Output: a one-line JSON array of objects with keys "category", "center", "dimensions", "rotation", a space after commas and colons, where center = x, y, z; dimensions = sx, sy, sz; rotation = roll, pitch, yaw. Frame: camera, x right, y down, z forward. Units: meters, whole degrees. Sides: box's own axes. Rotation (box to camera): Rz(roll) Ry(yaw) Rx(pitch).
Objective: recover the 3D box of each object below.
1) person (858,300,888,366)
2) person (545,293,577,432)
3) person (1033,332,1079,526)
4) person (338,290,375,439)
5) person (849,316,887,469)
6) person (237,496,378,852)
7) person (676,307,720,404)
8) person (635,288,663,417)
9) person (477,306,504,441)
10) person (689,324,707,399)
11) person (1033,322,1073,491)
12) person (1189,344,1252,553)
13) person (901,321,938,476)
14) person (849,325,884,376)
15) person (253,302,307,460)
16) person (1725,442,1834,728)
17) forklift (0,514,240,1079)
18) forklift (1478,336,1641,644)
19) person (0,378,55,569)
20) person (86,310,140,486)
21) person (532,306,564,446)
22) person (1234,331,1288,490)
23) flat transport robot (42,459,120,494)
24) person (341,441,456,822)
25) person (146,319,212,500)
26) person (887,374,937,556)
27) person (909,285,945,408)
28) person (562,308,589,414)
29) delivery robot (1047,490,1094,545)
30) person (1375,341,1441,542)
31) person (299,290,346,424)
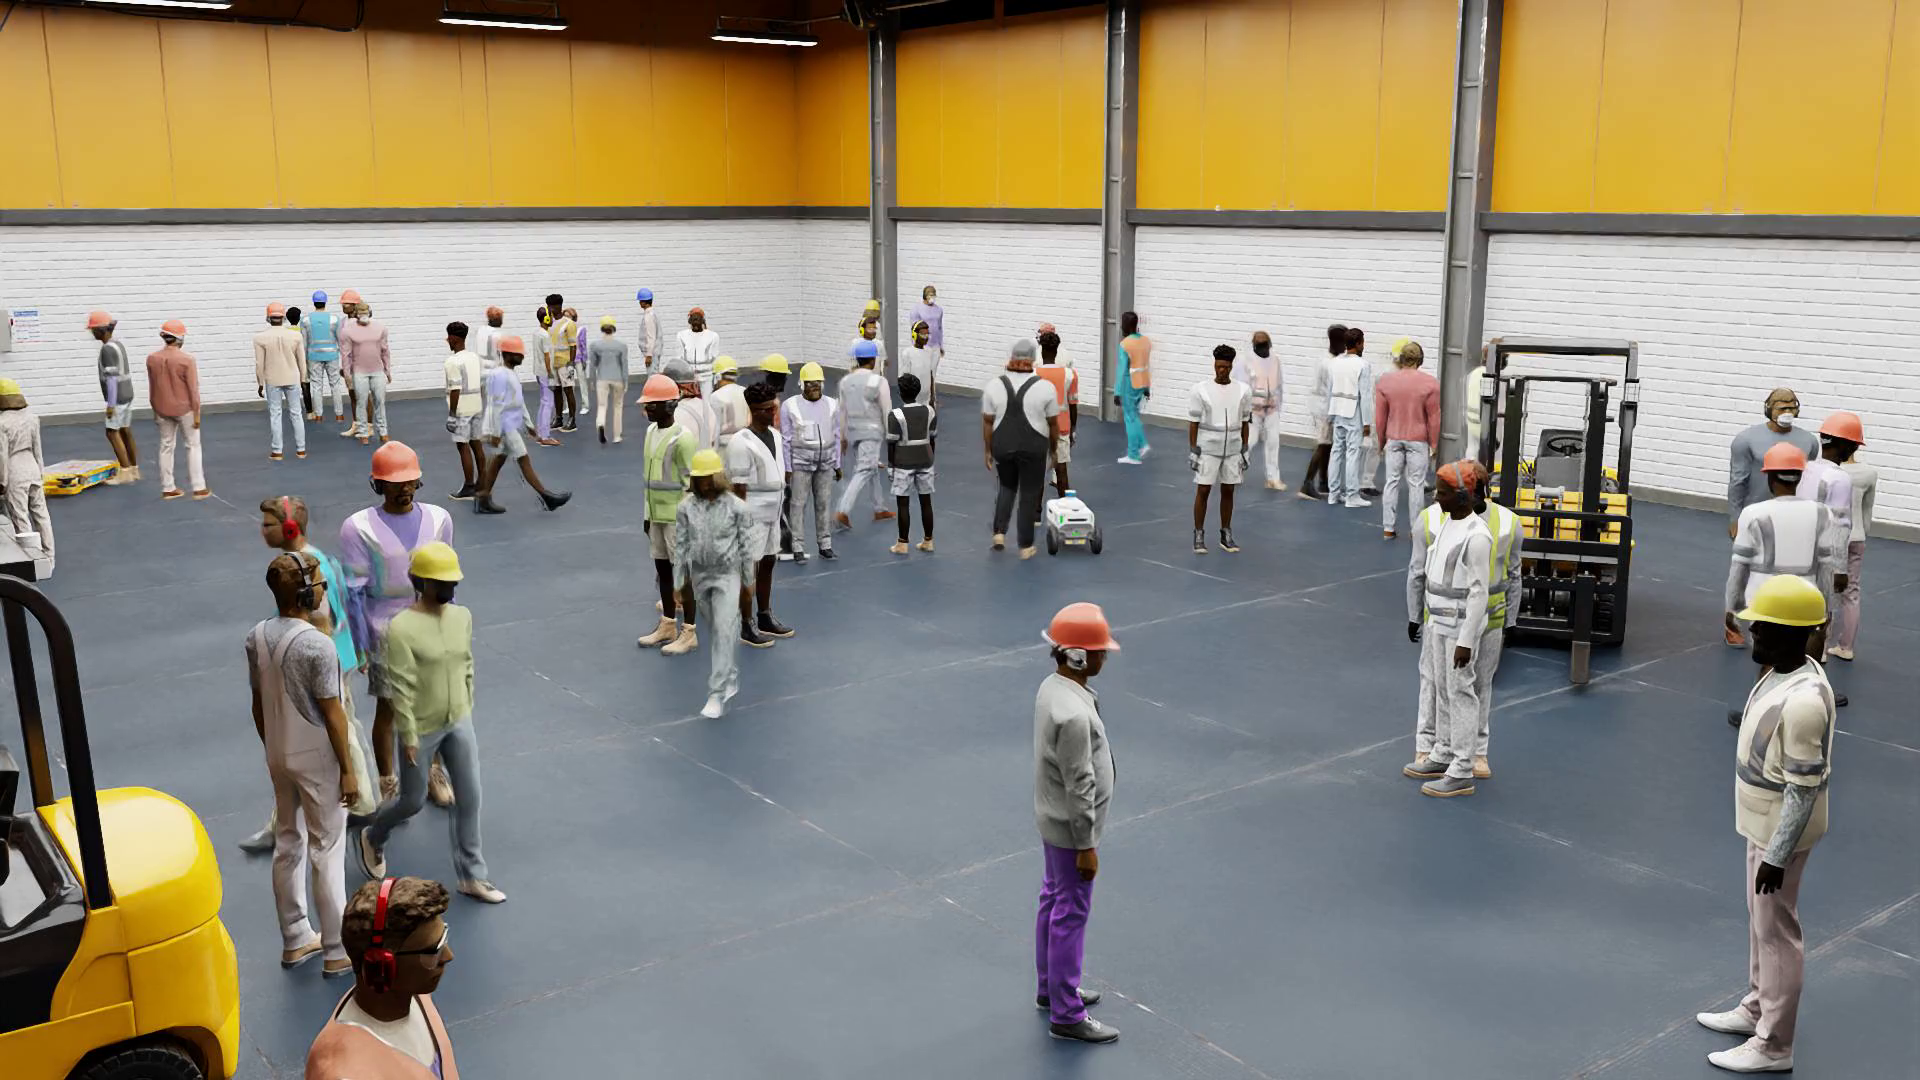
[{"category": "person", "center": [-1.348, -2.806, 25.533], "dimensions": [0.333, 1.737, 0.515], "rotation": [-10, 15, -40]}, {"category": "person", "center": [-5.662, -2.502, 23.519], "dimensions": [0.603, 1.958, 0.381], "rotation": [9, 15, 37]}, {"category": "person", "center": [0.896, -1.118, 16.817], "dimensions": [0.607, 1.966, 0.367], "rotation": [-2, 12, -10]}, {"category": "person", "center": [-8.315, -2.407, 22.842], "dimensions": [0.608, 2.048, 0.365], "rotation": [8, 14, 34]}, {"category": "person", "center": [-1.112, -1.786, 20.269], "dimensions": [0.513, 1.875, 0.328], "rotation": [-11, 16, -42]}, {"category": "person", "center": [-3.427, 0.674, 8.526], "dimensions": [0.826, 1.810, 0.588], "rotation": [-6, 13, -25]}, {"category": "person", "center": [-3.435, -2.117, 21.861], "dimensions": [0.578, 1.878, 0.342], "rotation": [1, 12, 4]}, {"category": "person", "center": [-4.683, -2.831, 25.143], "dimensions": [0.402, 1.943, 0.605], "rotation": [-1, 12, -5]}, {"category": "person", "center": [-6.302, -2.278, 22.729], "dimensions": [0.654, 1.842, 0.673], "rotation": [11, 16, 42]}, {"category": "person", "center": [-3.612, -2.208, 22.917], "dimensions": [0.287, 1.626, 0.497], "rotation": [4, 12, 17]}, {"category": "person", "center": [0.962, -1.513, 18.867], "dimensions": [0.638, 1.909, 0.408], "rotation": [-8, 14, -32]}, {"category": "person", "center": [2.427, -0.840, 15.536], "dimensions": [0.609, 1.939, 0.367], "rotation": [-2, 12, -9]}, {"category": "person", "center": [-0.481, -1.655, 19.680], "dimensions": [0.326, 1.858, 0.512], "rotation": [11, 16, 42]}, {"category": "person", "center": [-1.288, -2.212, 22.881], "dimensions": [0.514, 1.645, 0.307], "rotation": [5, 13, 21]}, {"category": "person", "center": [-8.577, -2.005, 21.030], "dimensions": [0.612, 1.995, 0.382], "rotation": [-8, 14, -33]}, {"category": "person", "center": [4.876, 0.366, 9.883], "dimensions": [0.549, 1.880, 1.024], "rotation": [0, 12, -2]}, {"category": "forklift", "center": [-3.687, 1.115, 5.480], "dimensions": [2.313, 2.155, 1.214], "rotation": [-9, 15, -36]}, {"category": "forklift", "center": [4.683, -0.471, 13.136], "dimensions": [1.214, 2.155, 2.313], "rotation": [4, 12, 20]}, {"category": "person", "center": [-8.310, -0.561, 14.674], "dimensions": [0.325, 1.740, 0.492], "rotation": [3, 12, 14]}, {"category": "person", "center": [-9.763, -1.627, 19.181], "dimensions": [0.428, 2.029, 0.615], "rotation": [-4, 12, -17]}, {"category": "person", "center": [-5.550, -2.193, 22.281], "dimensions": [0.317, 1.859, 0.524], "rotation": [-6, 13, -26]}, {"category": "person", "center": [3.402, -1.482, 18.942], "dimensions": [0.632, 1.814, 0.577], "rotation": [-5, 13, -21]}, {"category": "flat transport robot", "center": [-10.184, -0.735, 19.082], "dimensions": [0.652, 0.197, 1.431], "rotation": [0, 12, -2]}, {"category": "person", "center": [-2.956, 0.482, 8.902], "dimensions": [0.607, 2.044, 0.379], "rotation": [-11, 16, -42]}, {"category": "person", "center": [-8.602, -1.430, 18.281], "dimensions": [0.619, 1.983, 0.405], "rotation": [2, 12, 7]}, {"category": "person", "center": [-0.448, -0.696, 15.450], "dimensions": [0.533, 1.694, 0.319], "rotation": [-7, 14, -30]}, {"category": "person", "center": [-0.500, -3.024, 26.092], "dimensions": [0.627, 1.938, 0.372], "rotation": [-10, 15, -39]}, {"category": "person", "center": [-5.916, -2.737, 25.456], "dimensions": [0.513, 1.630, 0.318], "rotation": [4, 12, 20]}, {"category": "delivery robot", "center": [1.040, -0.225, 15.704], "dimensions": [0.477, 0.478, 0.707], "rotation": [-1, 12, -7]}, {"category": "person", "center": [4.311, -0.943, 16.035], "dimensions": [0.627, 1.940, 0.370], "rotation": [7, 14, 31]}, {"category": "person", "center": [-9.335, -2.680, 24.402], "dimensions": [0.618, 1.945, 0.395], "rotation": [-4, 12, -18]}]
